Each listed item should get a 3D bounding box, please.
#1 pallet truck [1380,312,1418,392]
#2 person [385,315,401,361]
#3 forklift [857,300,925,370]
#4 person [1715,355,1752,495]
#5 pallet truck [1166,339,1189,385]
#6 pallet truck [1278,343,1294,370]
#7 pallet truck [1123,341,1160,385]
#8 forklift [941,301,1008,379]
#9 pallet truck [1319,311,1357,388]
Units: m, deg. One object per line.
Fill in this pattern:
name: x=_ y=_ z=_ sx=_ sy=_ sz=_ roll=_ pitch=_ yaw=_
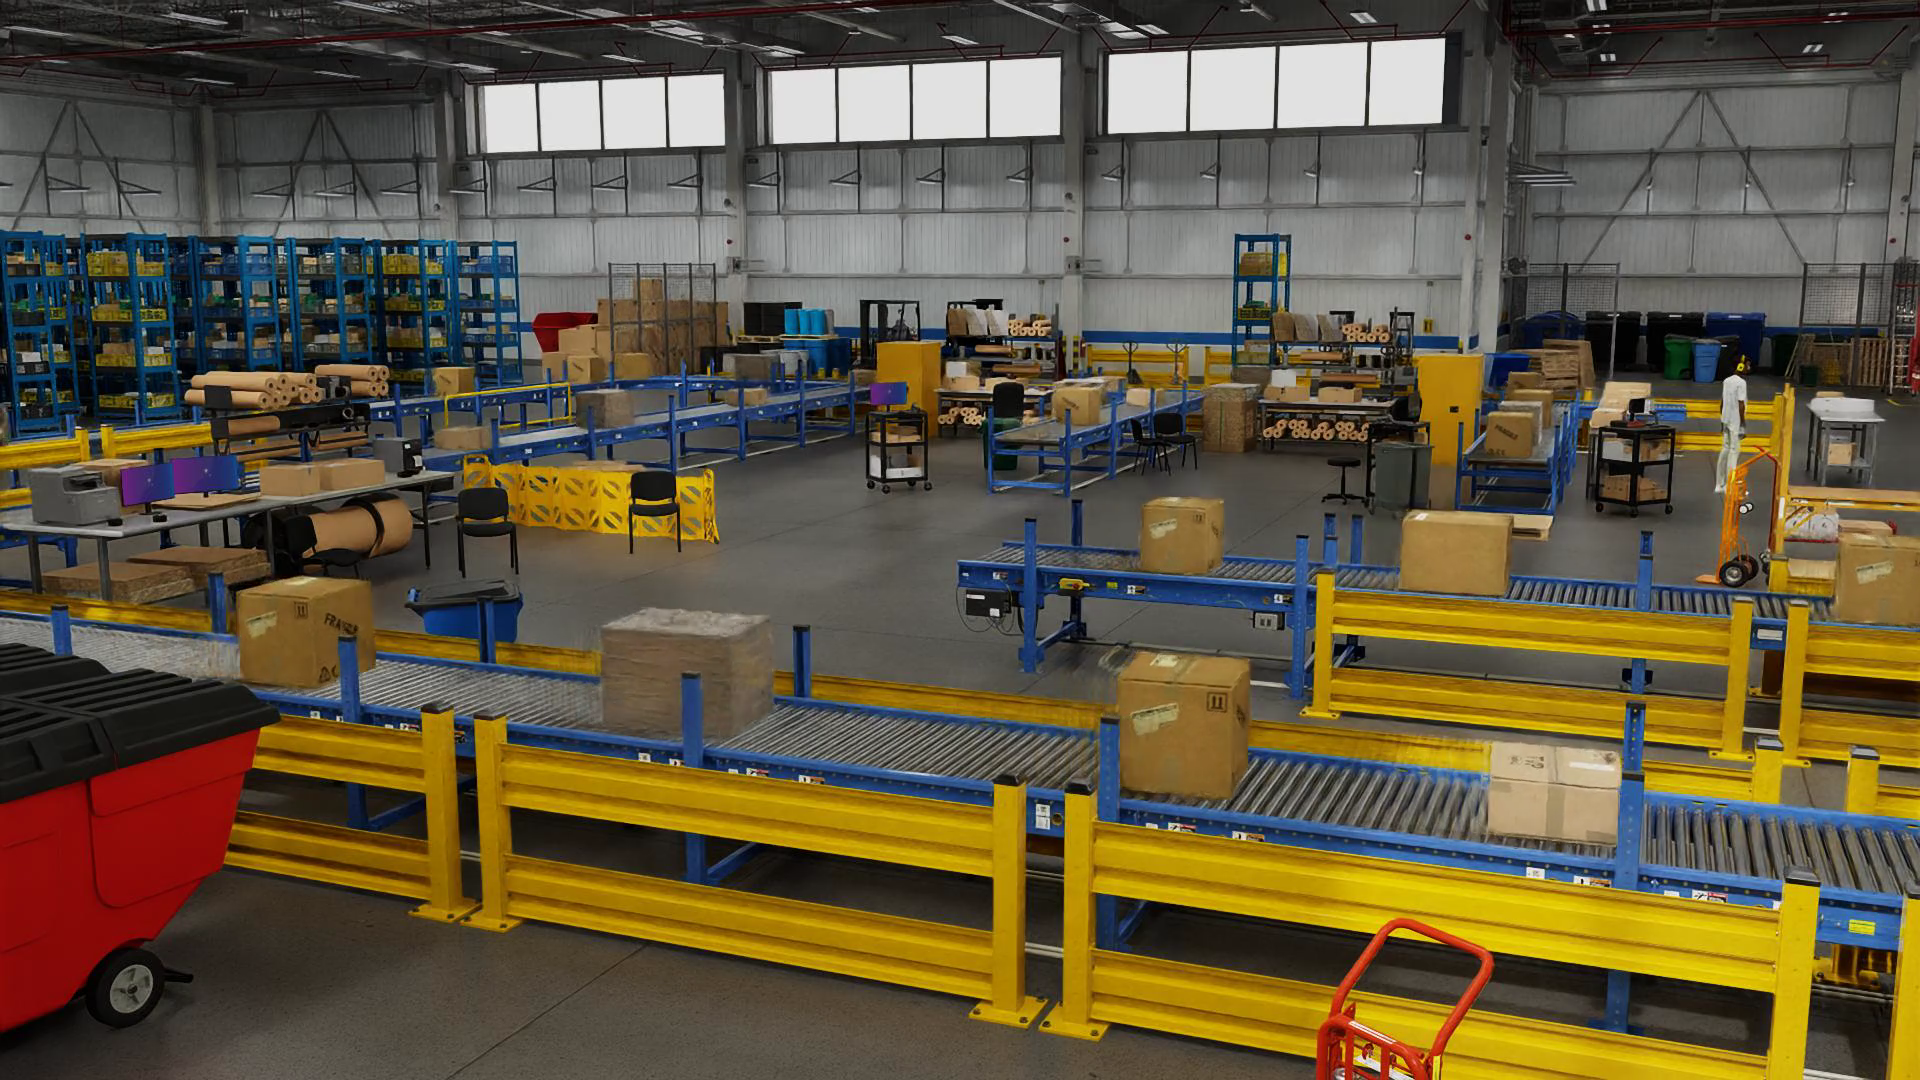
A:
pallet truck: x=10.207 y=-4.283 z=38.369 sx=0.823 sy=1.965 sz=1.885 roll=3 pitch=10 yaw=20
person: x=-16.262 y=-5.834 z=47.775 sx=0.611 sy=1.996 sz=0.379 roll=5 pitch=11 yaw=30
forklift: x=-1.732 y=-5.109 z=42.468 sx=1.157 sy=1.987 sz=2.680 roll=4 pitch=10 yaw=22
person: x=10.289 y=-1.530 z=22.096 sx=0.334 sy=1.865 sz=0.521 roll=-1 pitch=9 yaw=-4
pallet truck: x=5.418 y=-4.269 z=40.420 sx=0.704 sy=1.261 sz=1.522 roll=3 pitch=10 yaw=20
pallet truck: x=7.886 y=-4.163 z=39.743 sx=0.653 sy=1.274 sz=1.630 roll=4 pitch=10 yaw=22
pallet truck: x=4.445 y=-4.380 z=41.279 sx=0.680 sy=1.201 sz=1.601 roll=4 pitch=10 yaw=22
forklift: x=0.365 y=-4.966 z=41.571 sx=1.157 sy=1.987 sz=2.680 roll=3 pitch=10 yaw=20
pallet truck: x=9.071 y=-4.419 z=39.190 sx=0.823 sy=1.965 sz=1.885 roll=5 pitch=10 yaw=26
